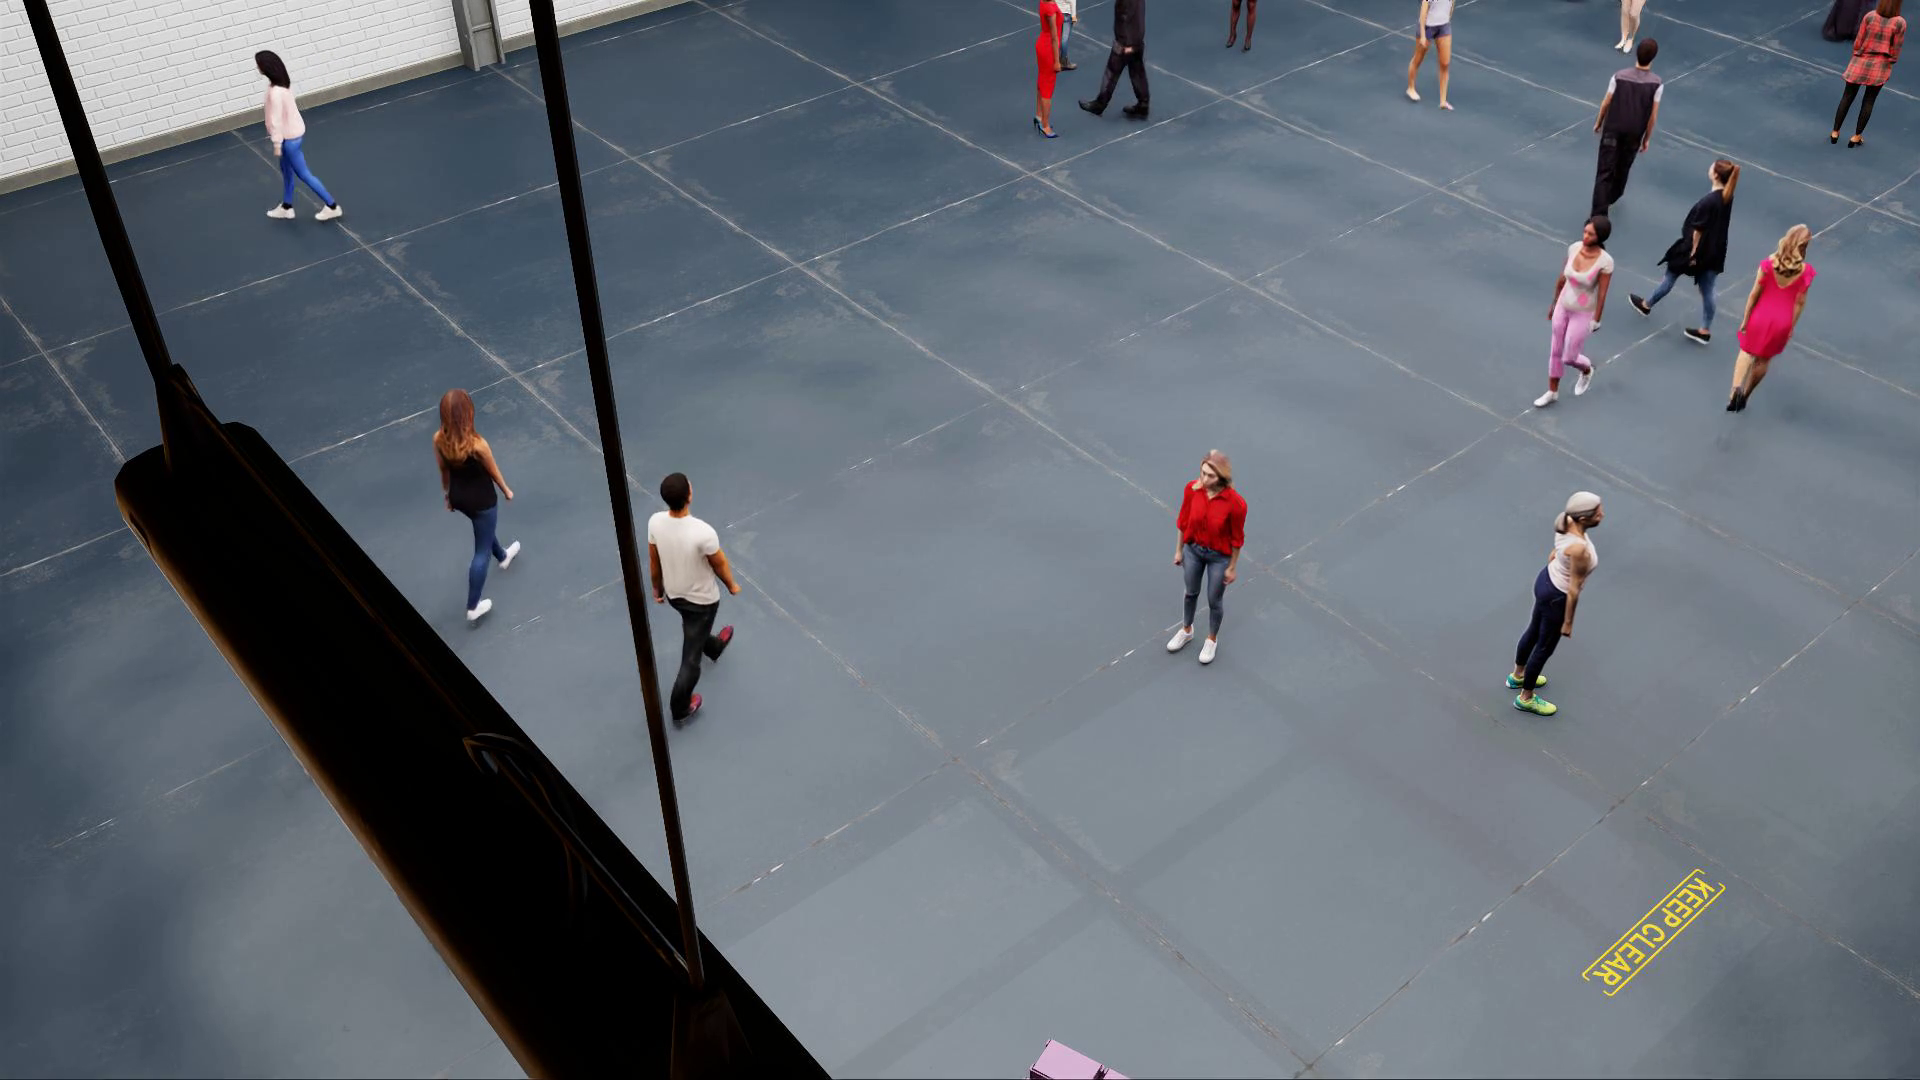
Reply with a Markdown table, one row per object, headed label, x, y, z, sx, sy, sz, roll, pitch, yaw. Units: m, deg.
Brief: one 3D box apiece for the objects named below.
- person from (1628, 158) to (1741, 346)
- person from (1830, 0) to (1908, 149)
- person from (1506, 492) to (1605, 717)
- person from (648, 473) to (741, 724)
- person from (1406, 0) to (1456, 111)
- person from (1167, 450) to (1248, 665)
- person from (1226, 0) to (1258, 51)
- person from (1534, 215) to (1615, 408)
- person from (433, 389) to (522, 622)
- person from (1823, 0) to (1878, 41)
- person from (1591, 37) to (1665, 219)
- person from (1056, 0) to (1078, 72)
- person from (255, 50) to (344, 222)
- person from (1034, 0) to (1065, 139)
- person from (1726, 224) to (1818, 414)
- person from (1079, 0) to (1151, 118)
| label | x | y | z | sx | sy | sz | roll | pitch | yaw |
| --- | --- | --- | --- | --- | --- | --- | --- | --- | --- |
| person | 6.479 | -2.453 | 14.352 | 1.034 | 1.643 | 0.817 | -19 | 42 | -22 |
| person | 9.546 | -4.963 | 17.447 | 0.642 | 1.704 | 0.598 | 28 | 46 | 31 |
| person | 3.847 | 0.379 | 10.759 | 0.737 | 1.702 | 0.684 | 2 | 39 | 2 |
| person | -1.775 | 0.412 | 10.671 | 0.932 | 1.761 | 1.206 | 18 | 42 | 21 |
| person | 5.157 | -5.645 | 18.300 | 1.007 | 1.704 | 0.927 | -8 | 39 | -10 |
| person | 1.661 | 0.101 | 11.107 | 0.680 | 1.703 | 0.624 | 21 | 43 | 24 |
| person | 3.378 | -6.607 | 19.505 | 0.661 | 1.704 | 0.664 | 13 | 40 | 15 |
| person | 5.065 | -1.867 | 13.547 | 0.780 | 1.732 | 0.624 | -22 | 43 | -25 |
| person | -3.399 | -0.213 | 11.518 | 0.889 | 1.680 | 1.152 | 15 | 41 | 18 |
| person | 10.771 | -6.747 | 19.762 | 0.790 | 1.600 | 0.893 | -10 | 40 | -12 |
| person | 6.358 | -3.853 | 15.967 | 1.030 | 1.815 | 1.195 | 11 | 40 | 13 |
| person | 1.194 | -6.074 | 19.148 | 0.508 | 1.315 | 0.473 | -25 | 45 | -28 |
| person | -6.382 | -3.860 | 16.037 | 1.104 | 1.739 | 0.975 | -4 | 39 | -5 |
| person | 0.932 | -5.147 | 17.645 | 0.653 | 1.744 | 0.641 | -6 | 39 | -7 |
| person | 6.498 | -1.714 | 13.369 | 0.735 | 1.714 | 0.885 | 19 | 42 | 22 |
| person | 1.912 | -5.405 | 17.918 | 1.079 | 1.807 | 1.085 | 13 | 40 | 16 |
